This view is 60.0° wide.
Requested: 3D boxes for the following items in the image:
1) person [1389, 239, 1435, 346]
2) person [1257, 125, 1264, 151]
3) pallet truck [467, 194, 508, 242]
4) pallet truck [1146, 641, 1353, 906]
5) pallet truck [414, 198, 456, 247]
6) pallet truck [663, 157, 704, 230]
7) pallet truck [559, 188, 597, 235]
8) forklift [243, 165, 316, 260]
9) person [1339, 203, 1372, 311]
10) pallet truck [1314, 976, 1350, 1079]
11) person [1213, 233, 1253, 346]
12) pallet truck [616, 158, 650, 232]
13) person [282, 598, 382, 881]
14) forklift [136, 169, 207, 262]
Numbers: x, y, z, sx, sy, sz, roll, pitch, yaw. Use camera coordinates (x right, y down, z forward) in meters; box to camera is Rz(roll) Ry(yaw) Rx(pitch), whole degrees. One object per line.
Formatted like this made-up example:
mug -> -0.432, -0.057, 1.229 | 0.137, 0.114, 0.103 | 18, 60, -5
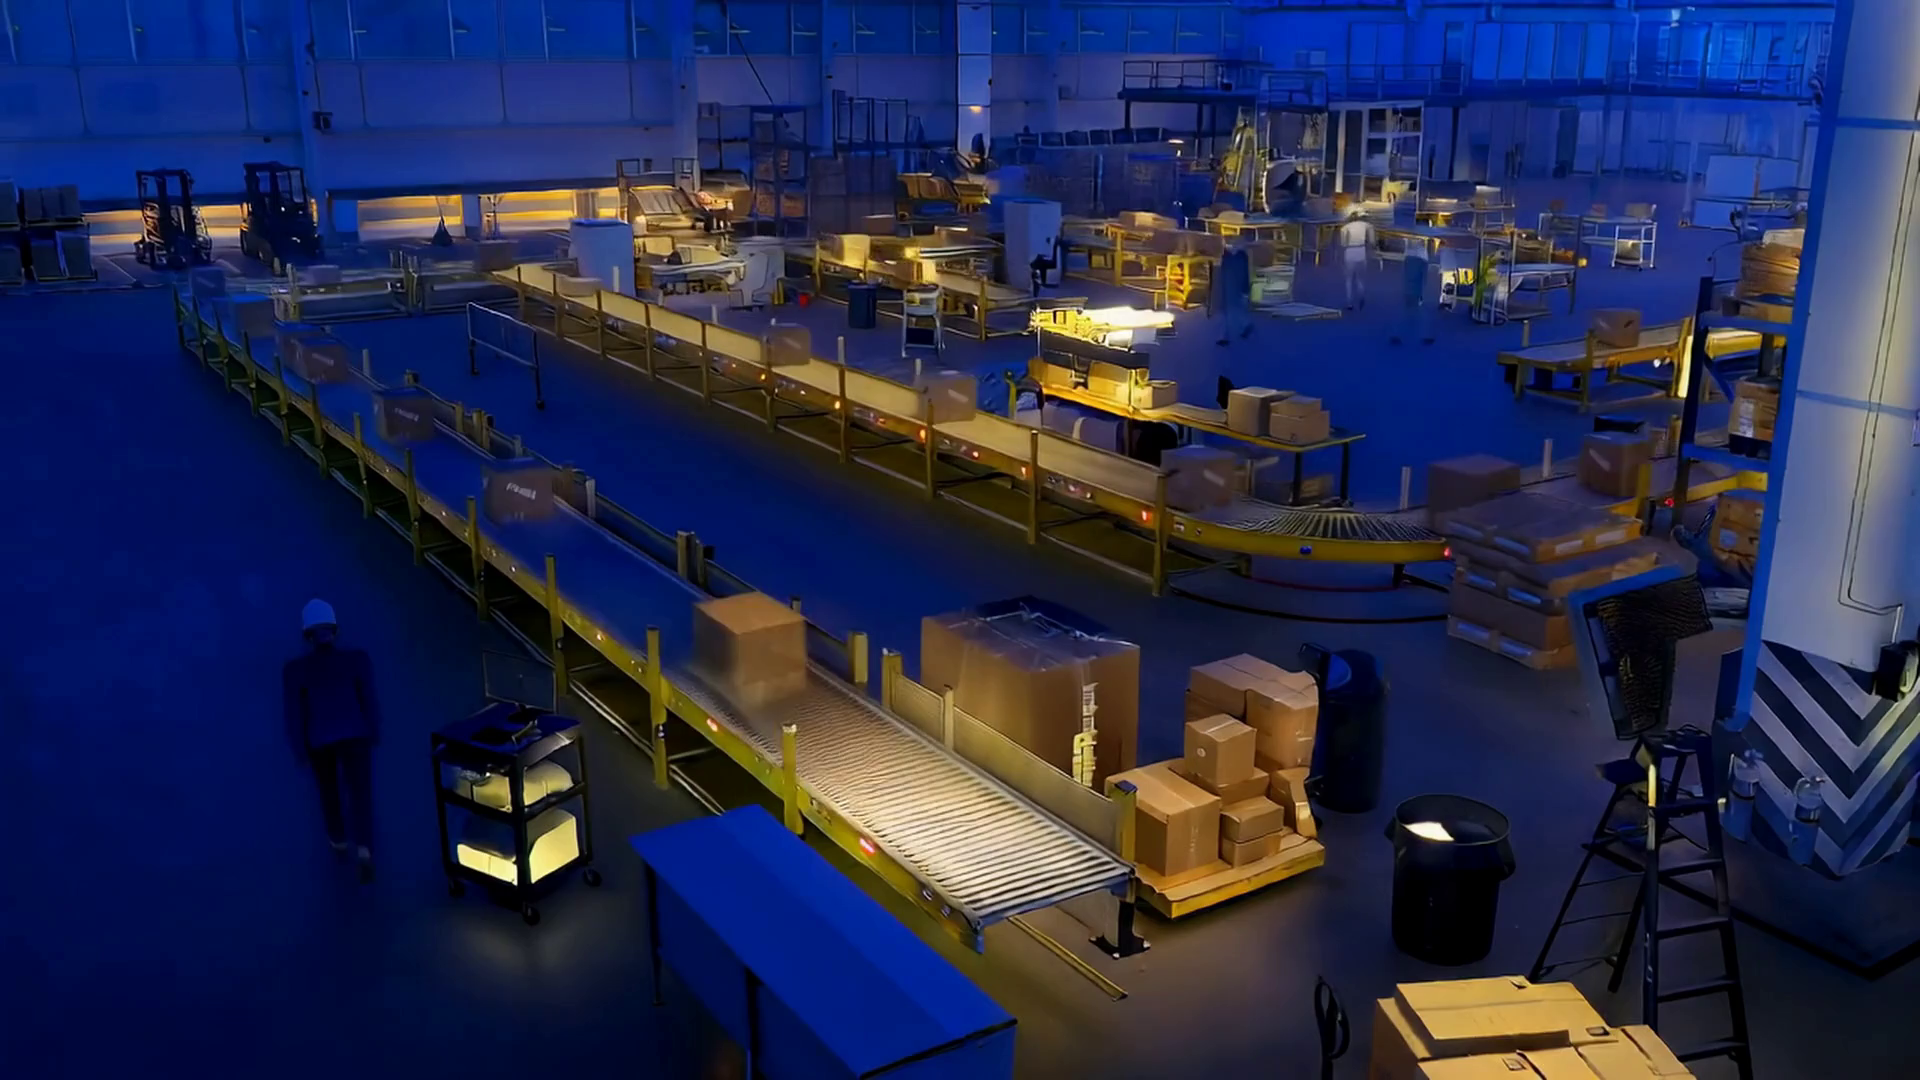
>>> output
person -> 7.601, -4.135, 27.840 | 0.915, 1.792, 0.606 | -9, 19, -27
person -> 11.373, -14.926, 63.665 | 0.542, 1.841, 0.349 | 7, 18, 23
pallet truck -> -11.983, -8.177, 42.137 | 0.704, 1.261, 1.522 | -11, 20, -33
pallet truck -> 1.664, 1.407, 10.232 | 1.630, 1.274, 0.653 | -10, 20, -31
pallet truck -> -13.250, -8.060, 41.856 | 0.680, 1.201, 1.601 | -10, 20, -31
pallet truck -> -7.586, -9.308, 44.692 | 0.823, 1.965, 1.885 | -11, 20, -33
pallet truck -> -10.010, -8.652, 43.699 | 0.653, 1.274, 1.630 | -10, 20, -31
forklift -> -15.898, -7.669, 38.708 | 1.157, 1.987, 2.680 | -11, 20, -33
person -> 7.463, -5.326, 31.387 | 0.644, 2.028, 0.506 | -2, 17, -7
pallet truck -> 2.299, 2.390, 7.086 | 1.601, 1.201, 0.680 | -2, 17, -7
person -> 4.647, -4.240, 28.038 | 0.814, 1.883, 0.651 | -8, 18, -25
pallet truck -> -8.918, -9.176, 44.255 | 0.823, 1.965, 1.885 | -9, 19, -27
person -> -3.803, 1.208, 10.141 | 0.529, 1.744, 0.784 | -7, 18, -21
forklift -> -17.842, -7.318, 37.559 | 1.157, 1.987, 2.680 | -10, 20, -31
